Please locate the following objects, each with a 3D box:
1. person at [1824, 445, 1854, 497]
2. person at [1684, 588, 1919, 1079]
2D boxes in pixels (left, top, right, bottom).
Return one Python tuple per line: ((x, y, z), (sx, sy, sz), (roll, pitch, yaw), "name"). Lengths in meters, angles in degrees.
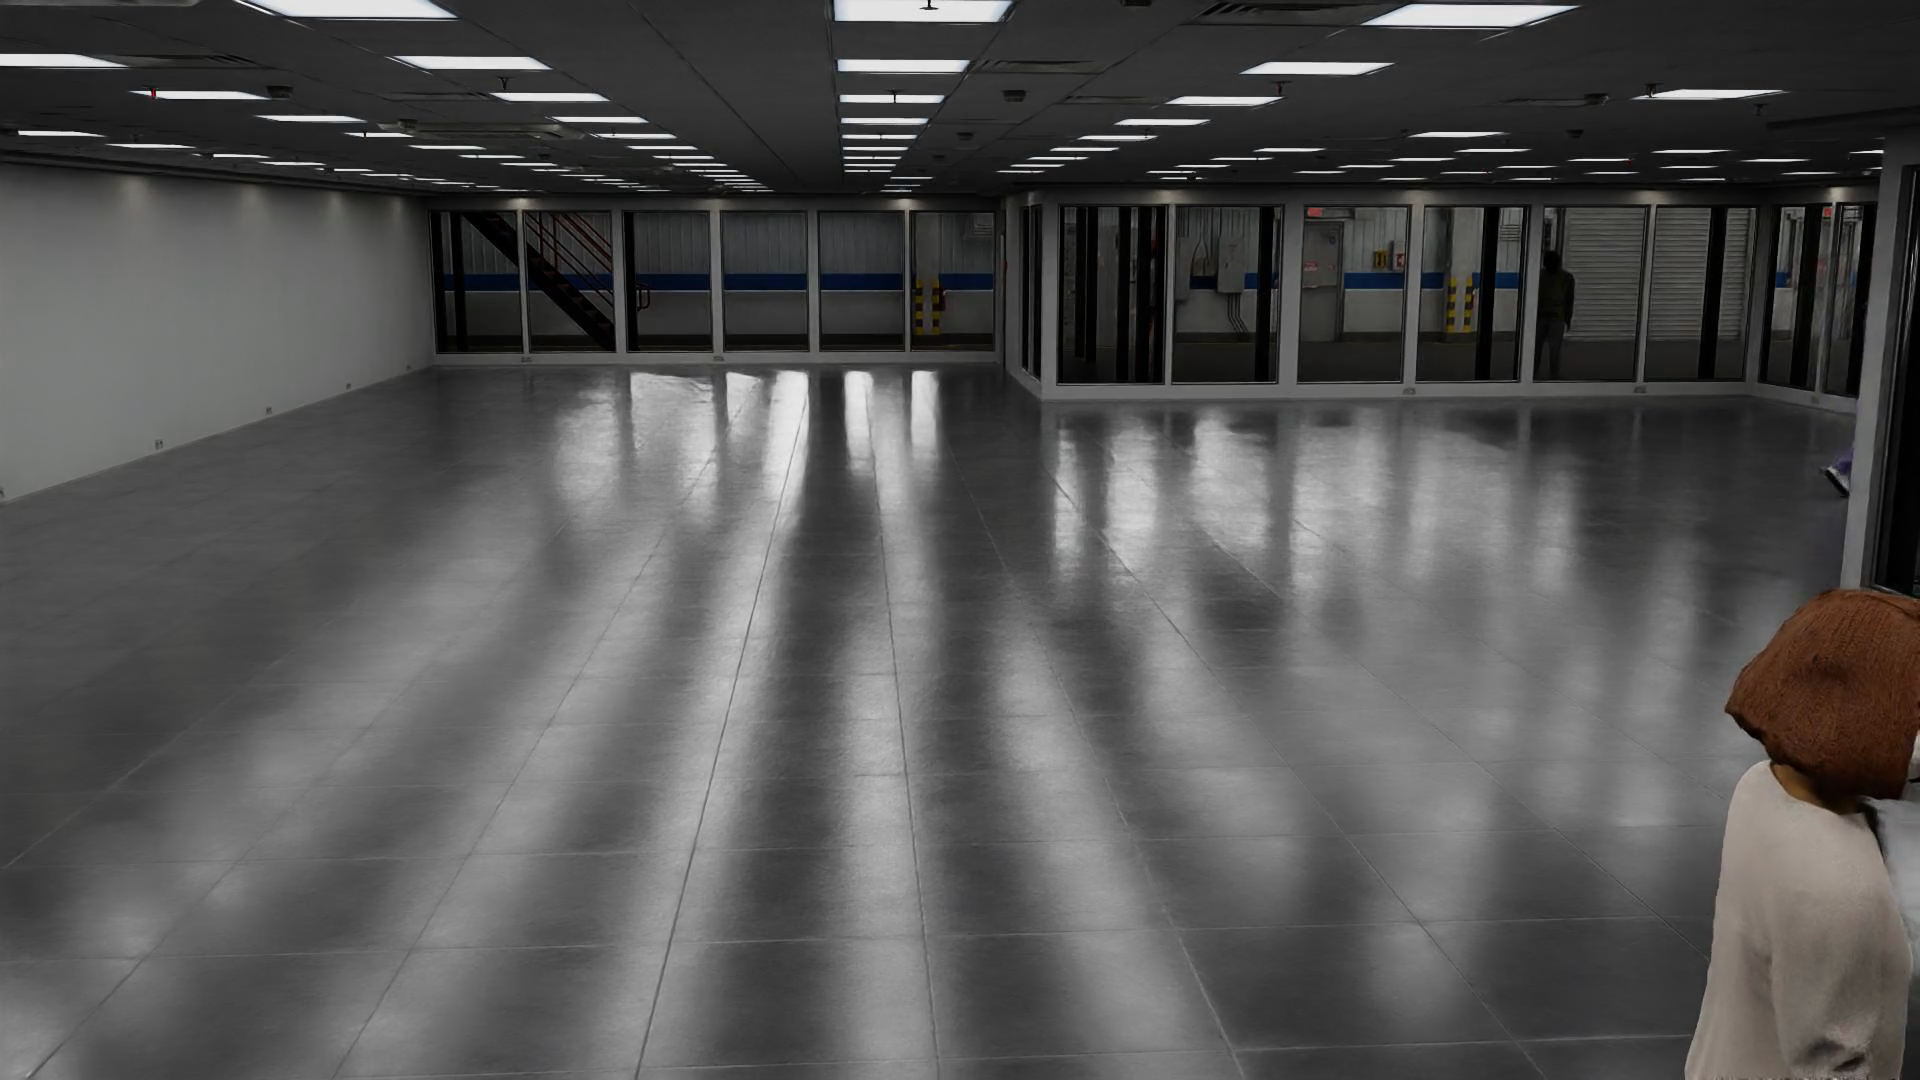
((7.266, -1.216, 12.834), (0.903, 1.878, 0.651), (4, 11, 19), "person")
((1.128, 0.865, 2.264), (0.287, 1.631, 0.501), (3, 11, 16), "person")
